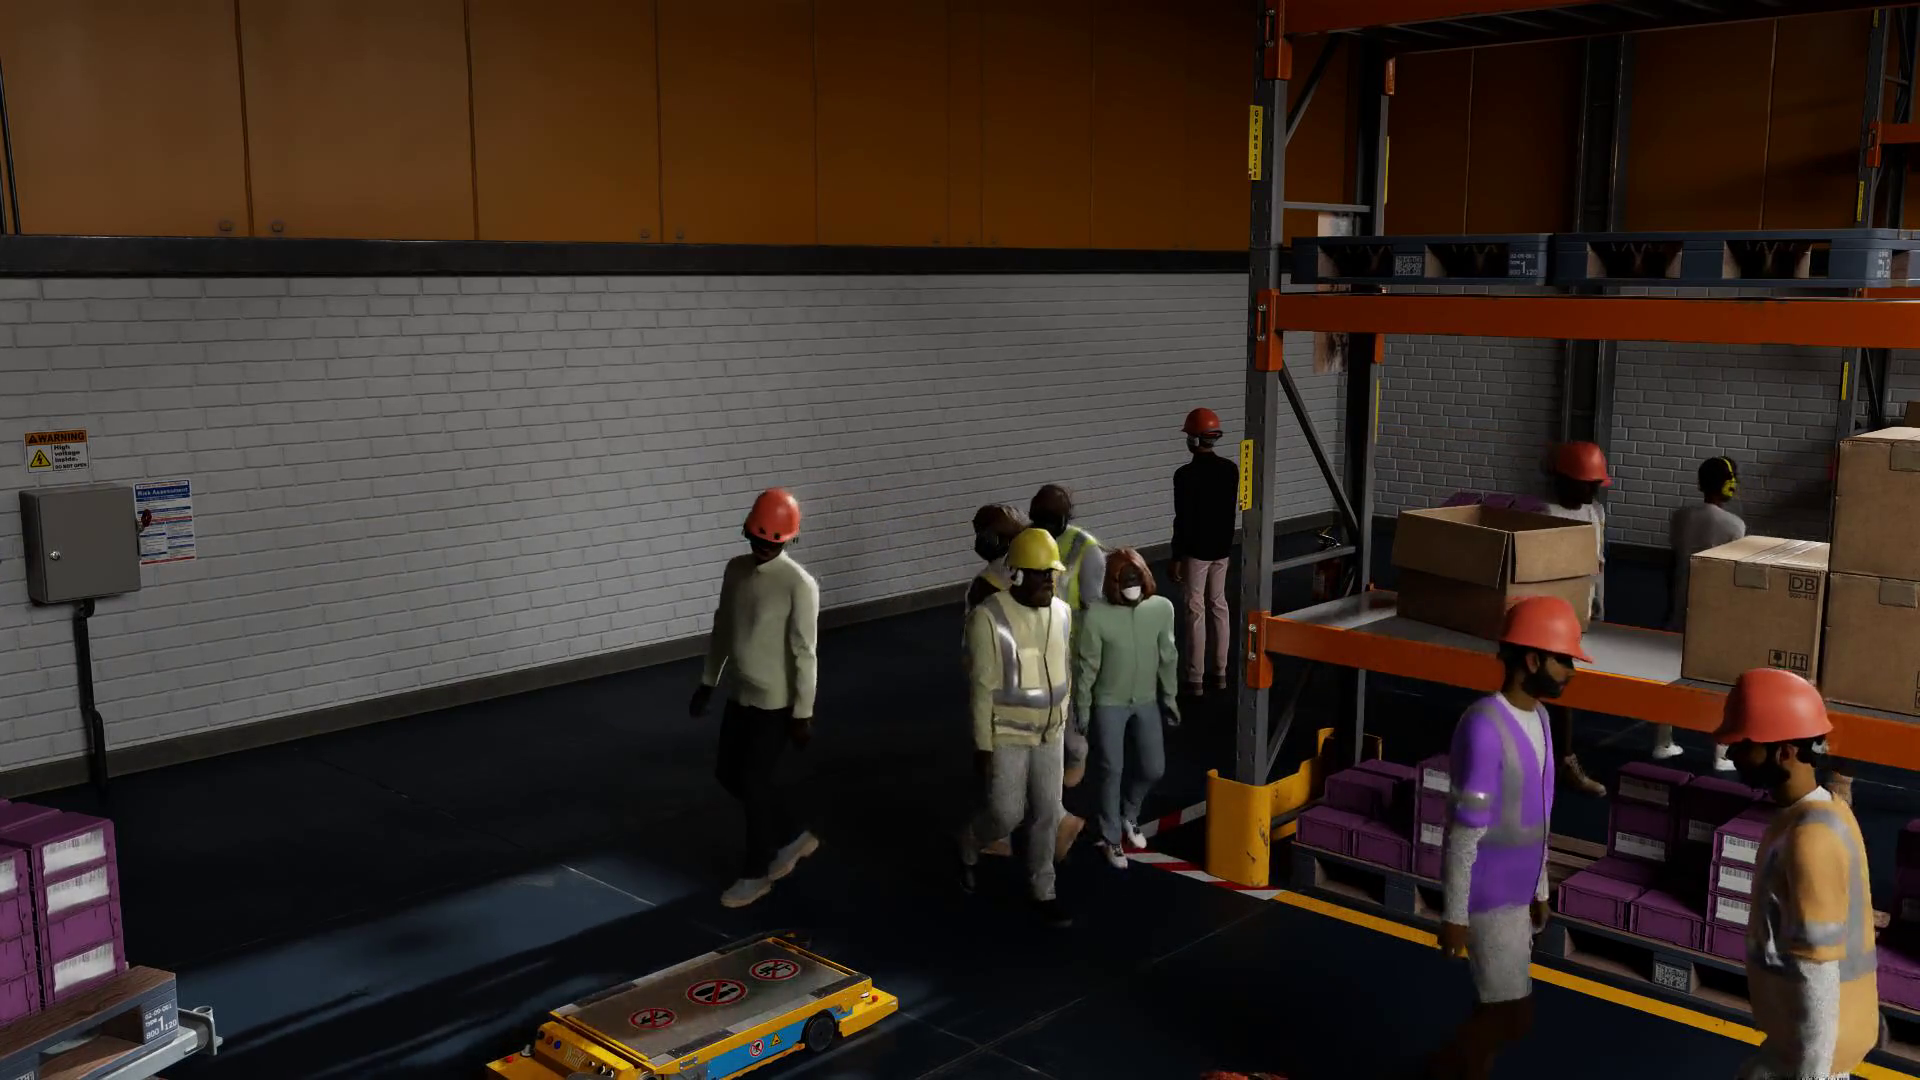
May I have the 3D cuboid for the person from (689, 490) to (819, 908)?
[{"bbox_3d":[-0.902,0.721,7.752,0.589,1.950,0.655,-9,13,-42],"label":"person"}]

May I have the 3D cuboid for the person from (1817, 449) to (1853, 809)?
[{"bbox_3d":[4.989,0.502,8.960,0.786,2.009,0.624,1,9,8],"label":"person"}]

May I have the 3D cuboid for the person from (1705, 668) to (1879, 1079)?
[{"bbox_3d":[2.230,1.292,4.443,0.562,1.897,0.569,5,10,27],"label":"person"}]

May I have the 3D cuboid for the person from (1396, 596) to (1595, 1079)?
[{"bbox_3d":[1.751,1.129,5.373,0.433,1.914,0.588,8,12,39],"label":"person"}]

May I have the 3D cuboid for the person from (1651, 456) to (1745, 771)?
[{"bbox_3d":[4.415,0.419,9.896,0.360,1.868,0.545,-5,11,-29],"label":"person"}]

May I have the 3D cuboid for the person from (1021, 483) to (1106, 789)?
[{"bbox_3d":[0.500,0.570,9.148,0.685,1.814,0.638,6,11,32],"label":"person"}]

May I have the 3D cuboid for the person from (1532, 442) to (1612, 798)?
[{"bbox_3d":[3.341,0.418,9.454,0.673,2.004,0.800,-6,11,-34],"label":"person"}]

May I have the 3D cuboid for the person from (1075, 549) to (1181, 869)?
[{"bbox_3d":[0.813,0.822,8.180,0.528,1.606,0.393,-3,10,-20],"label":"person"}]

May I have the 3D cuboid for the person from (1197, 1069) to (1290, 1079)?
[{"bbox_3d":[0.318,1.661,2.316,0.384,1.858,0.685,2,10,15],"label":"person"}]

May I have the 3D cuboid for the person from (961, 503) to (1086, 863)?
[{"bbox_3d":[0.295,0.723,8.172,0.657,1.817,0.644,5,10,27],"label":"person"}]

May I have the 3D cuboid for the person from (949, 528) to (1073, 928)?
[{"bbox_3d":[0.252,0.828,7.524,0.602,1.813,0.579,-7,11,-36],"label":"person"}]

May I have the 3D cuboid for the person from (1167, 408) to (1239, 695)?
[{"bbox_3d":[1.675,0.080,11.561,0.608,1.995,0.377,-8,12,-41],"label":"person"}]

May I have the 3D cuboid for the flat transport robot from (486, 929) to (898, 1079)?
[{"bbox_3d":[-0.969,1.810,6.227,0.652,0.197,1.431,9,13,43],"label":"flat transport robot"}]
